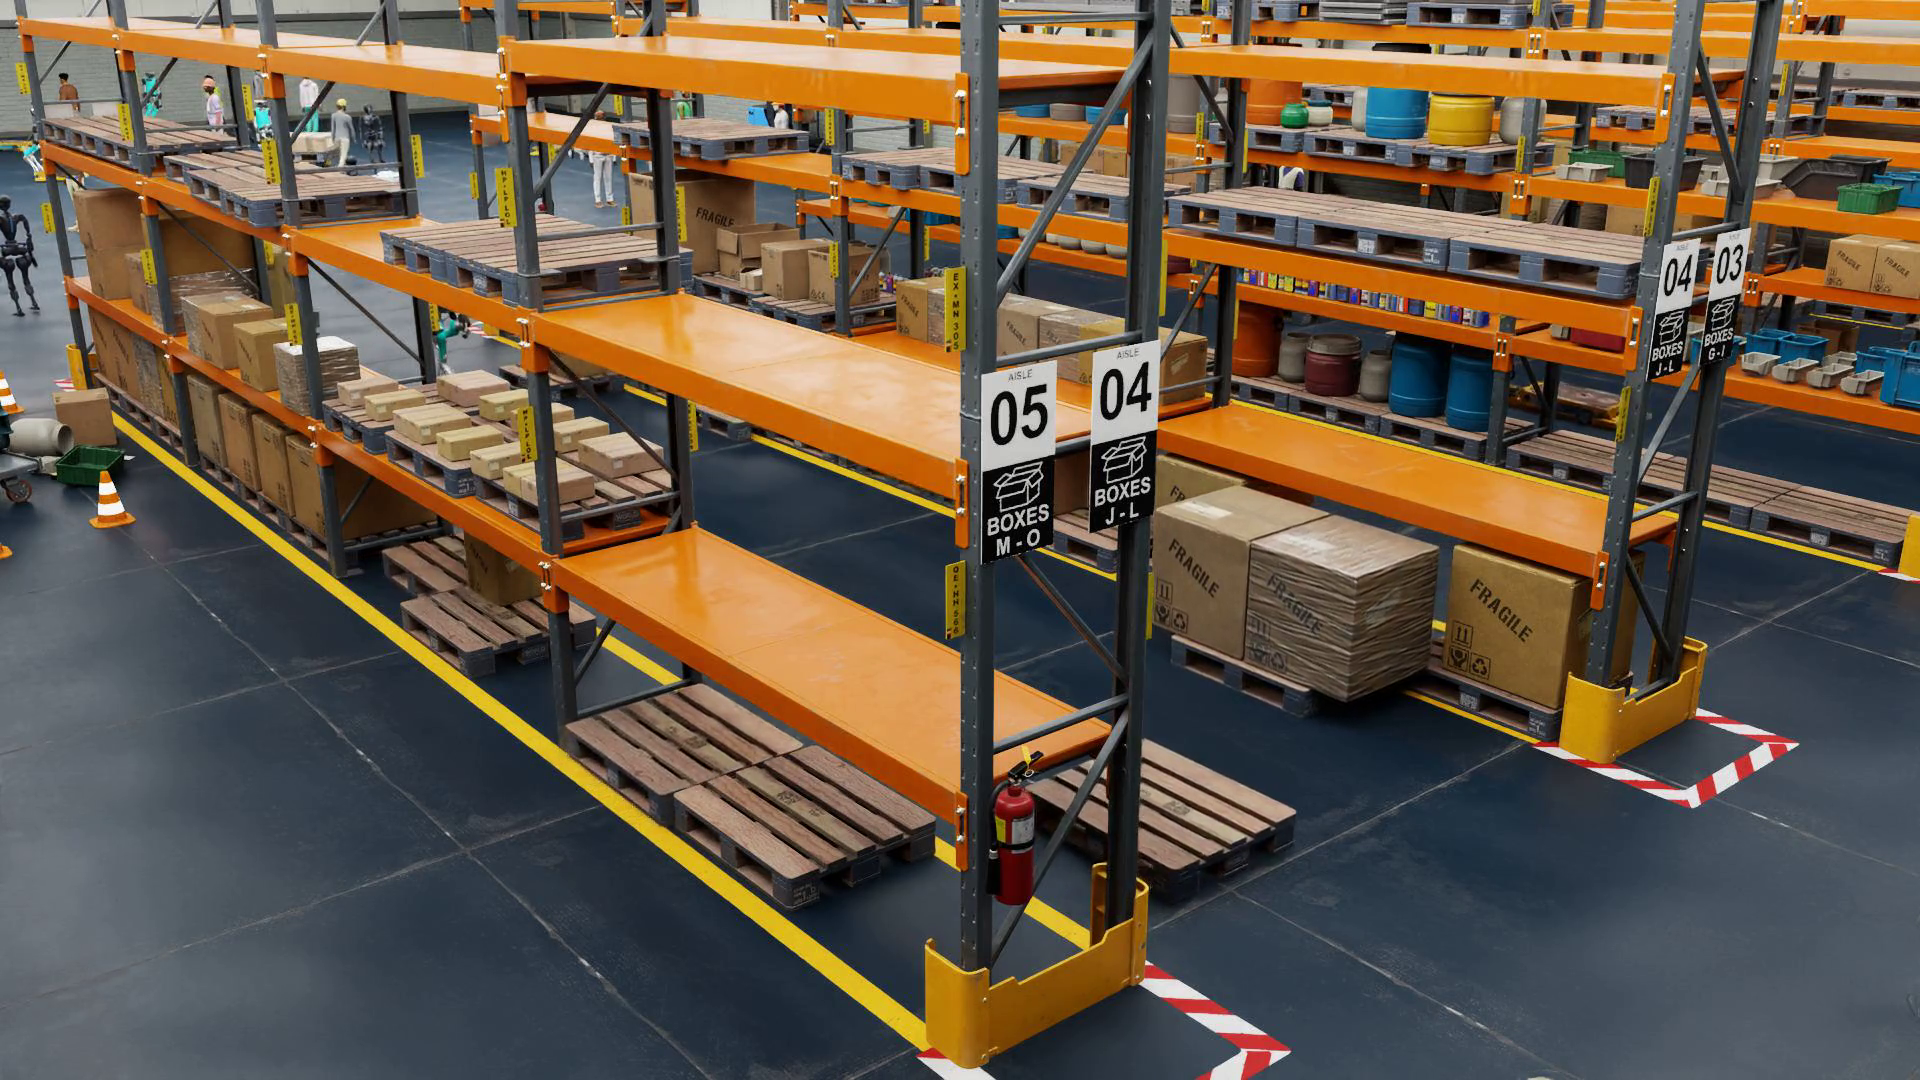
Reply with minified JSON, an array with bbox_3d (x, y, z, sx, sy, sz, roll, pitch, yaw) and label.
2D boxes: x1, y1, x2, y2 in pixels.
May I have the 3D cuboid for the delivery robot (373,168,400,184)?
[{"bbox_3d":[-12.035,-7.485,34.837,0.499,0.614,0.815,7,21,20],"label":"delivery robot"}]

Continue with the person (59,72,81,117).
[{"bbox_3d":[-23.624,-11.468,44.178,0.384,1.853,0.800,3,20,9],"label":"person"}]

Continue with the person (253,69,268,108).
[{"bbox_3d":[-19.986,-12.684,47.613,0.399,1.875,0.502,5,20,15],"label":"person"}]

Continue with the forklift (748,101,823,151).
[{"bbox_3d":[-4.526,-11.368,42.374,1.129,2.768,1.873,-15,24,-37],"label":"forklift"}]

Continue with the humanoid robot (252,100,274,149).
[{"bbox_3d":[-15.350,-8.910,37.151,0.961,1.752,0.535,12,23,31],"label":"humanoid robot"}]

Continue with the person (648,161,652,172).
[{"bbox_3d":[-5.089,-6.013,28.514,0.382,1.957,0.601,7,21,20],"label":"person"}]

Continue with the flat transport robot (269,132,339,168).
[{"bbox_3d":[-15.366,-8.833,39.076,0.659,0.231,1.431,0,19,0],"label":"flat transport robot"}]

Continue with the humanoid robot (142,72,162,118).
[{"bbox_3d":[-22.327,-11.905,45.691,0.549,1.823,0.881,3,20,9],"label":"humanoid robot"}]

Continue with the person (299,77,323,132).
[{"bbox_3d":[-17.351,-11.615,44.535,0.495,1.901,0.448,2,19,6],"label":"person"}]

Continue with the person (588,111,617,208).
[{"bbox_3d":[-7.094,-7.551,32.998,0.582,1.882,0.338,-14,24,-35],"label":"person"}]

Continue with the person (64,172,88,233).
[{"bbox_3d":[-15.969,-6.506,30.007,0.533,1.892,0.398,14,24,34],"label":"person"}]

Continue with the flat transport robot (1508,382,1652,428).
[{"bbox_3d":[6.738,-1.489,18.172,0.659,0.231,1.431,-14,24,-34],"label":"flat transport robot"}]

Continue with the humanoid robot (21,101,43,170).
[{"bbox_3d":[-20.581,-8.931,36.936,0.735,1.677,0.533,1,19,3],"label":"humanoid robot"}]

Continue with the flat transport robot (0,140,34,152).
[{"bbox_3d":[-24.426,-10.141,42.796,1.431,0.231,0.659,2,19,6],"label":"flat transport robot"}]

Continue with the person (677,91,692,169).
[{"bbox_3d":[-6.298,-9.426,38.189,0.403,1.978,0.484,2,20,7],"label":"person"}]

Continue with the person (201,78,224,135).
[{"bbox_3d":[-17.654,-9.888,39.402,0.367,2.048,0.606,-13,23,-33],"label":"person"}]

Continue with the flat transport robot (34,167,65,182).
[{"bbox_3d":[-20.375,-8.209,37.298,0.659,0.231,1.431,-10,21,-25],"label":"flat transport robot"}]

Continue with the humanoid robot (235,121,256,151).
[{"bbox_3d":[-16.345,-9.226,38.075,0.560,1.640,0.589,2,19,5],"label":"humanoid robot"}]

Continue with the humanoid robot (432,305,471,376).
[{"bbox_3d":[-5.856,-2.437,18.719,0.557,1.756,1.046,-16,25,-37],"label":"humanoid robot"}]

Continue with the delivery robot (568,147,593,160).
[{"bbox_3d":[-9.333,-9.681,41.062,0.499,0.598,0.802,-12,23,-31],"label":"delivery robot"}]

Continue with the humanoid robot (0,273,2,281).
[{"bbox_3d":[-13.957,-4.197,23.716,0.796,1.799,0.530,8,21,23],"label":"humanoid robot"}]

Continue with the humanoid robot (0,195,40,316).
[{"bbox_3d":[-13.124,-3.937,23.014,0.335,1.655,0.601,16,25,38],"label":"humanoid robot"}]

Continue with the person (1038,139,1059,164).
[{"bbox_3d":[1.643,-6.818,31.085,0.406,1.761,0.556,-9,21,-24],"label":"person"}]

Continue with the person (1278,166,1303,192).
[{"bbox_3d":[5.350,-5.449,27.073,0.387,1.838,0.577,-9,21,-23],"label":"person"}]

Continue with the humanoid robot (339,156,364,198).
[{"bbox_3d":[-10.061,-5.498,27.460,0.595,1.648,0.453,2,20,7],"label":"humanoid robot"}]

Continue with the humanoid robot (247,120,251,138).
[{"bbox_3d":[-15.102,-8.199,35.200,0.759,1.619,0.616,-2,19,-7],"label":"humanoid robot"}]

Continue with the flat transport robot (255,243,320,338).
[{"bbox_3d":[-8.886,-2.510,21.078,1.431,0.231,0.659,5,20,13],"label":"flat transport robot"}]

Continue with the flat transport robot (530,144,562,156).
[{"bbox_3d":[-10.124,-9.817,41.876,0.659,0.231,1.431,11,22,28],"label":"flat transport robot"}]

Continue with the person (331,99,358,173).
[{"bbox_3d":[-13.946,-9.110,37.673,0.524,1.710,0.881,7,21,20],"label":"person"}]

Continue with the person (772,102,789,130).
[{"bbox_3d":[-3.898,-8.698,36.256,0.386,1.891,0.560,-8,21,-21],"label":"person"}]

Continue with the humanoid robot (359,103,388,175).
[{"bbox_3d":[-13.214,-9.034,37.540,0.601,1.633,0.570,2,19,4],"label":"humanoid robot"}]

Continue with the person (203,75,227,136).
[{"bbox_3d":[-20.686,-11.983,45.955,0.883,1.650,0.545,11,22,28],"label":"person"}]
